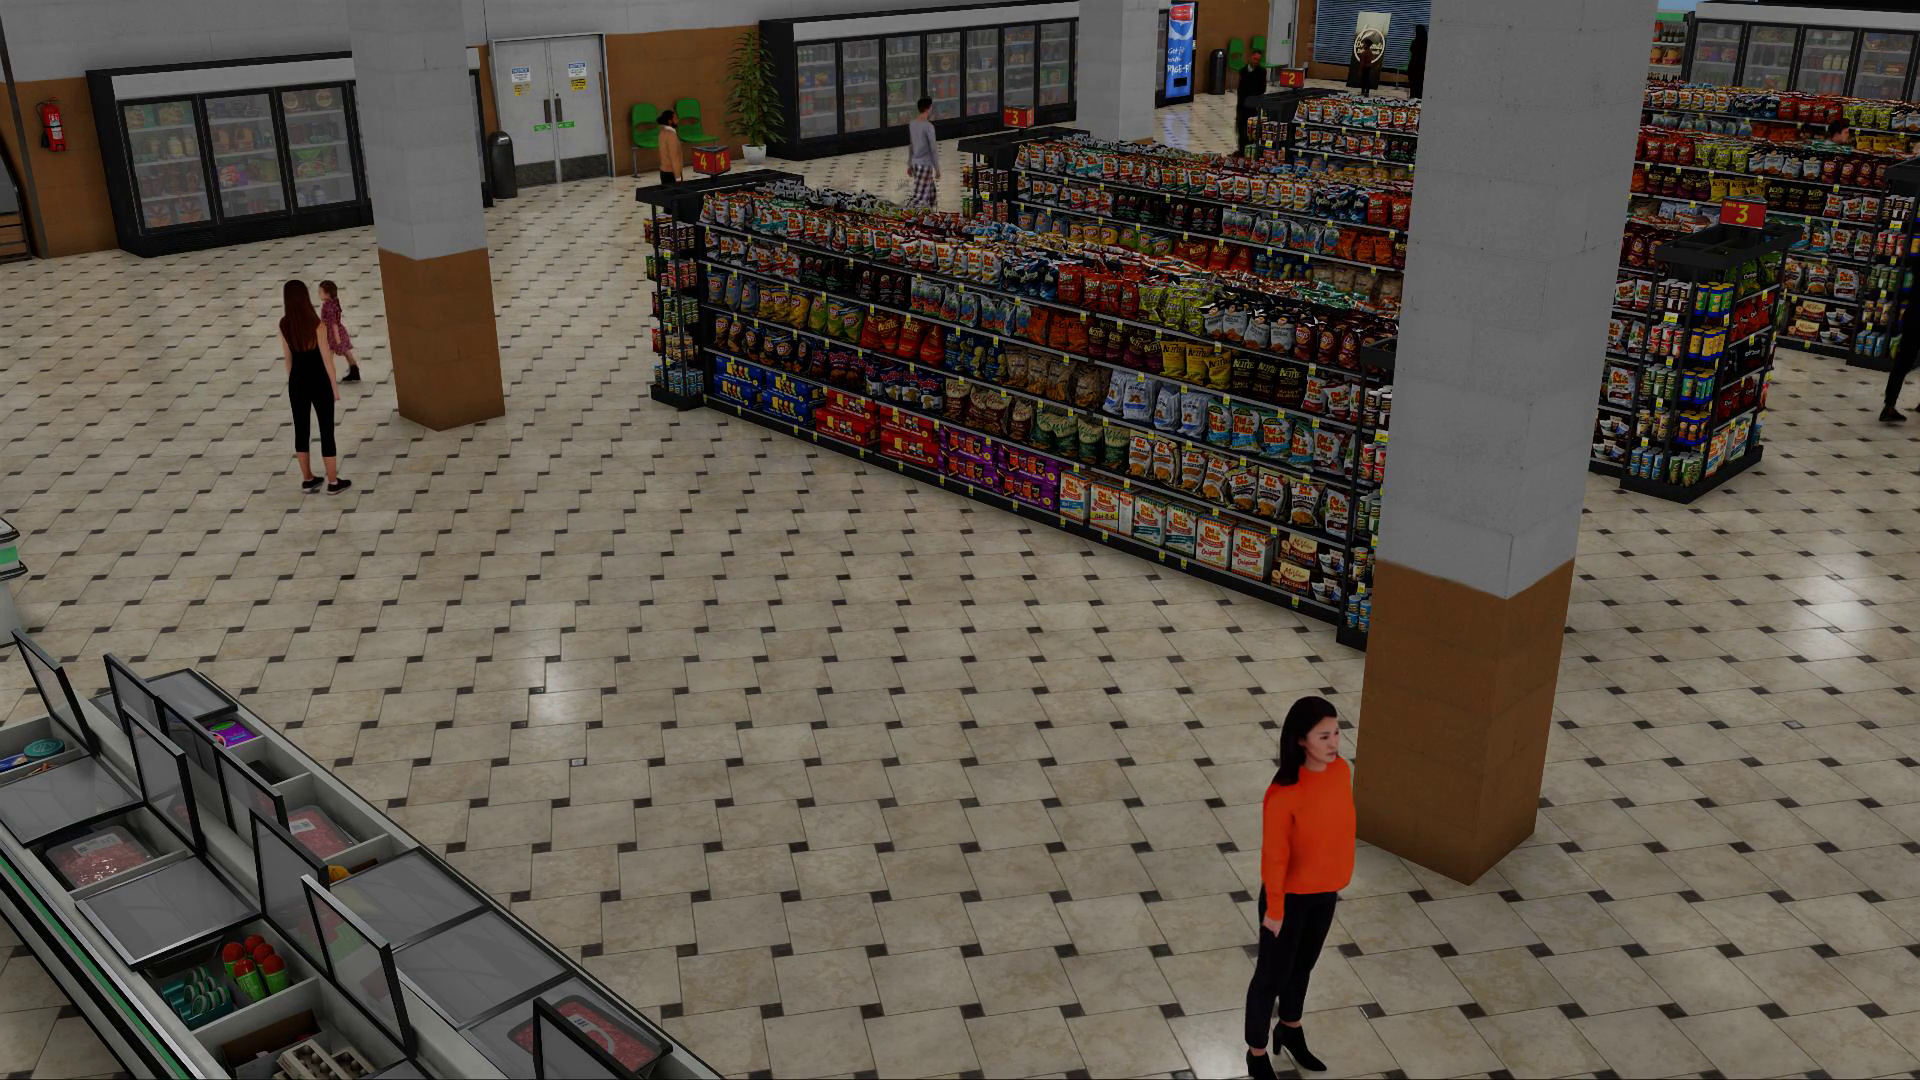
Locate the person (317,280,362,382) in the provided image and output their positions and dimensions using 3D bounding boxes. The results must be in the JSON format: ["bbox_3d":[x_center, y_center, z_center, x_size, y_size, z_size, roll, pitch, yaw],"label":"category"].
[{"bbox_3d":[-6.033,-2.014,16.189,0.701,1.000,0.724,-6,23,-15],"label":"person"}]

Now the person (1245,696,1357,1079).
[{"bbox_3d":[1.354,1.414,6.654,0.625,1.748,0.559,-18,28,-38],"label":"person"}]

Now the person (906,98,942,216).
[{"bbox_3d":[-0.580,-5.058,22.684,0.773,1.806,1.101,-16,27,-34],"label":"person"}]

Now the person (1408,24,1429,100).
[{"bbox_3d":[9.577,-9.851,34.680,0.682,1.756,0.629,-17,27,-36],"label":"person"}]

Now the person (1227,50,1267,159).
[{"bbox_3d":[4.959,-7.427,28.499,0.924,1.866,0.717,-19,29,-39],"label":"person"}]

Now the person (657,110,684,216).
[{"bbox_3d":[-3.862,-4.867,22.280,0.792,1.753,0.631,-10,24,-24],"label":"person"}]

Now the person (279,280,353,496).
[{"bbox_3d":[-5.179,-1.215,13.229,0.620,1.724,0.703,3,22,8],"label":"person"}]

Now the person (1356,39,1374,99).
[{"bbox_3d":[8.989,-10.440,36.820,0.506,1.253,0.461,-20,29,-41],"label":"person"}]

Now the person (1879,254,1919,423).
[{"bbox_3d":[8.576,-1.884,14.856,0.944,1.753,1.144,-8,23,-20],"label":"person"}]
